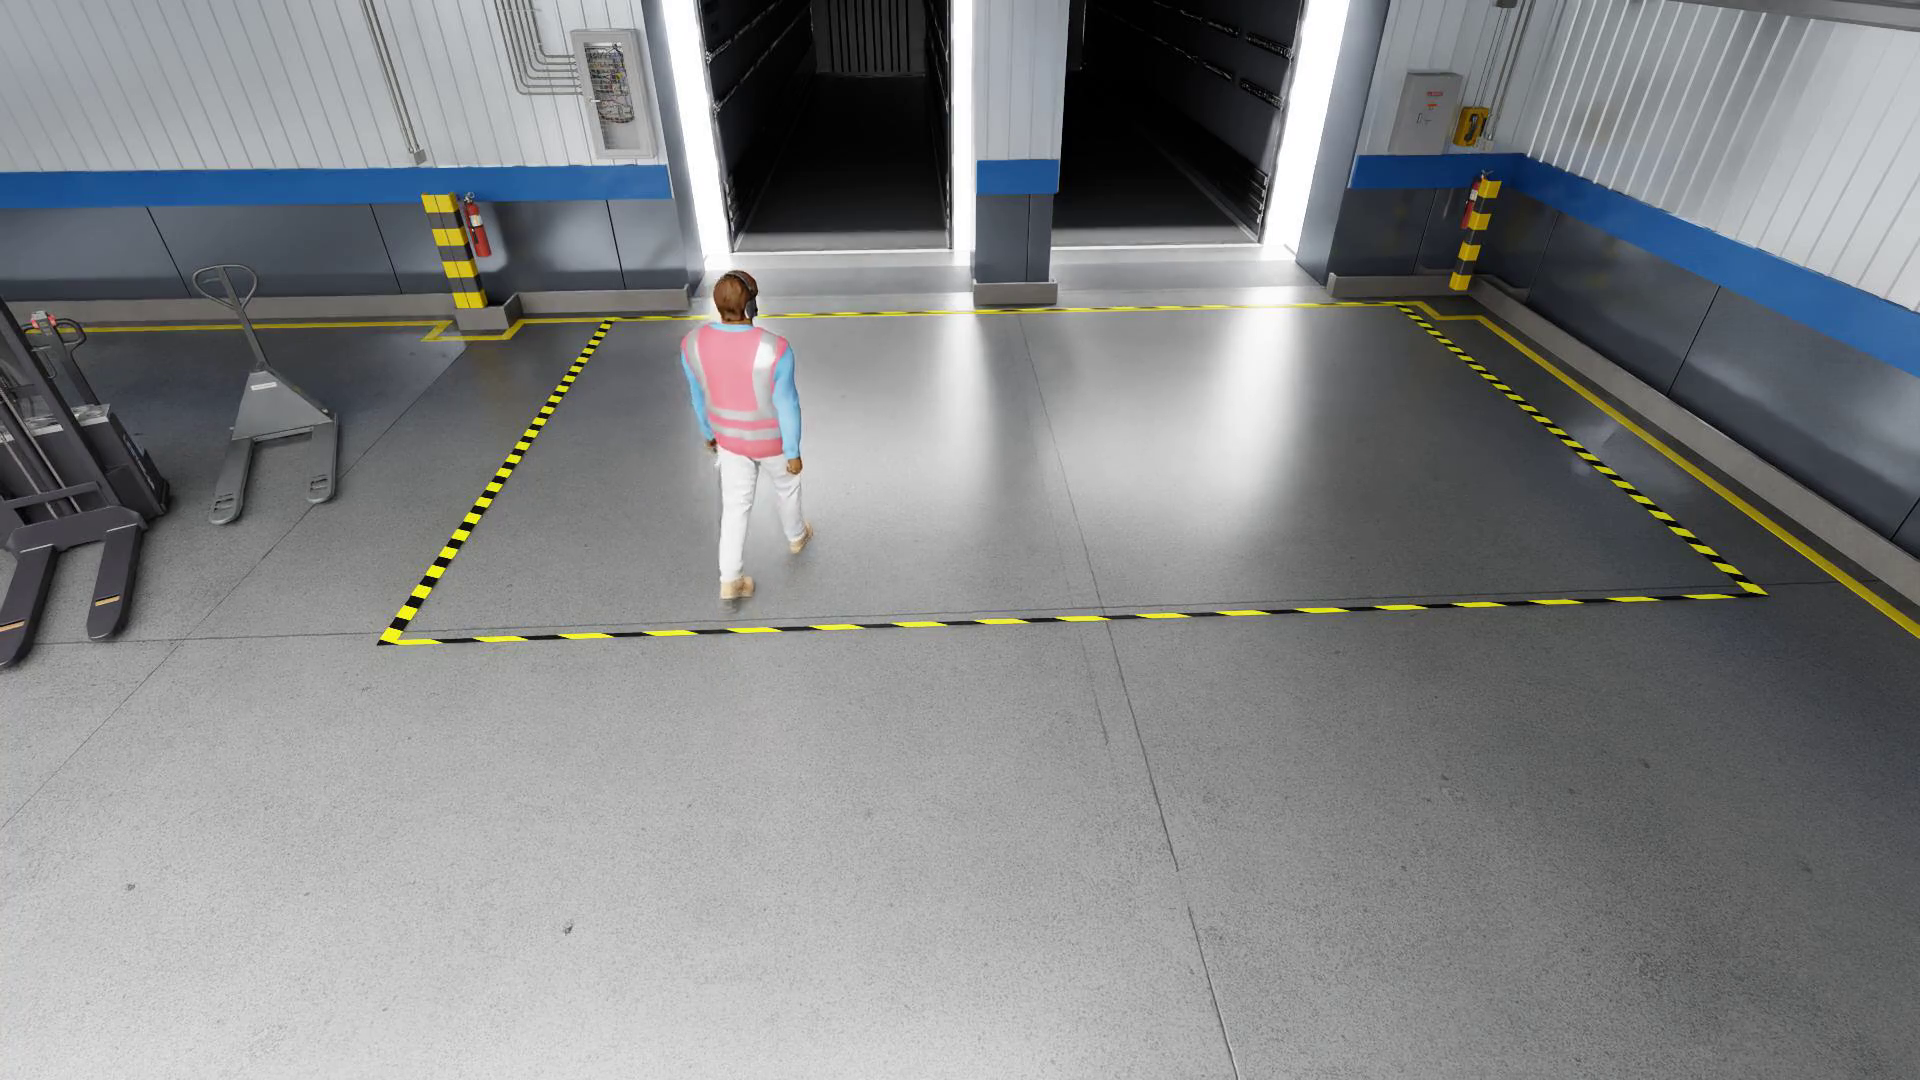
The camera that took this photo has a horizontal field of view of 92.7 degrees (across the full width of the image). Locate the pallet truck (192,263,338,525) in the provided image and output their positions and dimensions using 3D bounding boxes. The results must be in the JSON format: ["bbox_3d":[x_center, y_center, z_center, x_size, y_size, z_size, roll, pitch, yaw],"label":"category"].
[{"bbox_3d":[-4.778,-1.027,6.128,0.680,1.201,1.601,-17,38,-23],"label":"pallet truck"}]

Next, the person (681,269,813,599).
[{"bbox_3d":[-1.134,-0.558,4.965,0.637,1.799,0.940,7,35,10],"label":"person"}]

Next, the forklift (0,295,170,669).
[{"bbox_3d":[-5.212,-0.618,4.878,0.823,1.965,1.885,-20,39,-26],"label":"forklift"}]
